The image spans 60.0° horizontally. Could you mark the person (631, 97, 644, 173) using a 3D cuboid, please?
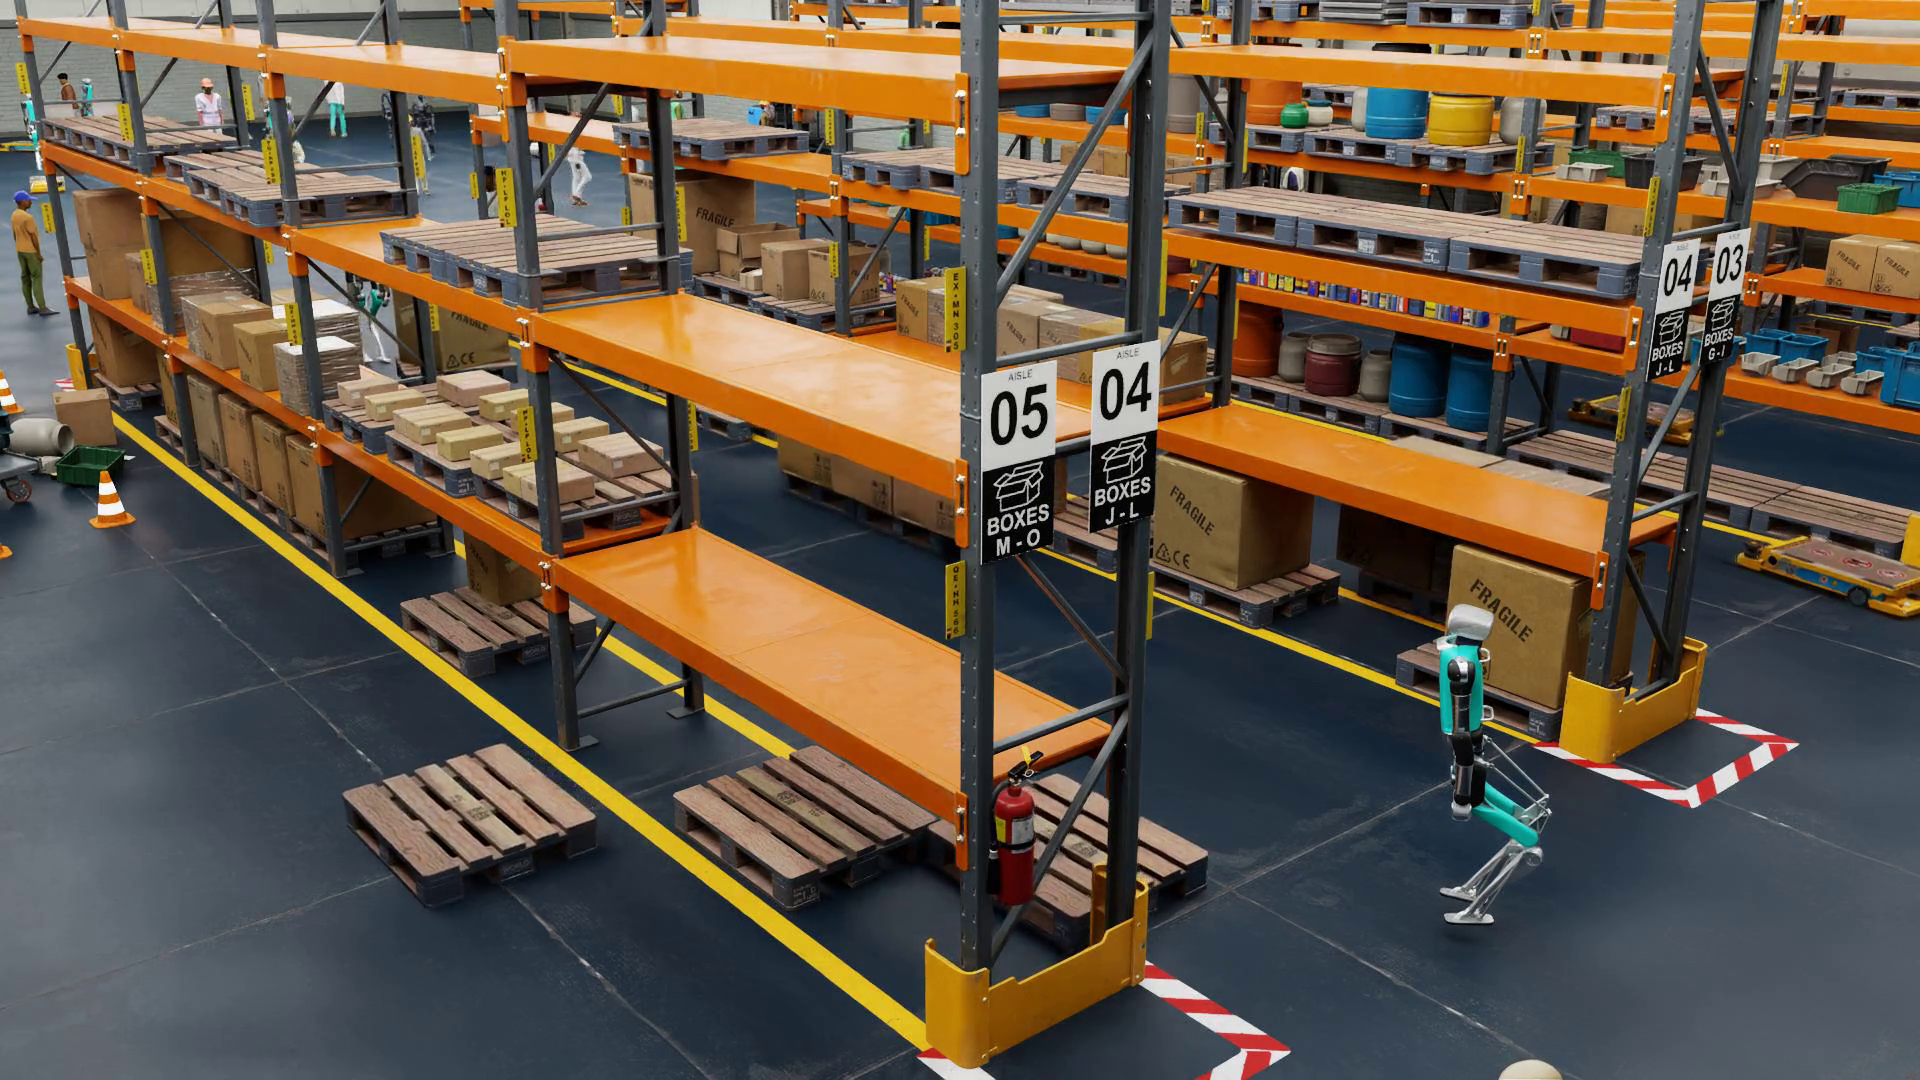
[{"bbox_3d":[-7.340,-9.064,37.313,0.422,1.879,0.600,-9,21,-23],"label":"person"}]

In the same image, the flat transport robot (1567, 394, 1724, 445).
[{"bbox_3d":[7.240,-1.285,17.594,0.659,0.231,1.431,-14,24,-34],"label":"flat transport robot"}]

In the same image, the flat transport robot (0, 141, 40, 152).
[{"bbox_3d":[-23.802,-10.080,42.625,1.431,0.231,0.659,2,19,7],"label":"flat transport robot"}]

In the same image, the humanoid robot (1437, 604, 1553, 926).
[{"bbox_3d":[2.690,1.142,8.271,0.735,1.676,0.533,5,20,14],"label":"humanoid robot"}]

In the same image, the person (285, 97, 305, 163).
[{"bbox_3d":[-14.630,-8.766,36.486,0.509,1.859,0.782,13,23,33],"label":"person"}]

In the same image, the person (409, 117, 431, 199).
[{"bbox_3d":[-11.245,-7.940,34.346,0.604,1.708,0.875,-3,20,-10],"label":"person"}]

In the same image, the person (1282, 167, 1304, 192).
[{"bbox_3d":[5.417,-5.475,27.138,0.375,1.843,0.569,6,20,16],"label":"person"}]

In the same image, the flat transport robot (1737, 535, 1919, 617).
[{"bbox_3d":[7.014,0.261,13.194,0.659,0.231,1.431,-11,22,-29],"label":"flat transport robot"}]

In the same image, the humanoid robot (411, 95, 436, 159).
[{"bbox_3d":[-13.173,-10.215,40.905,0.600,1.630,0.642,-1,19,-2],"label":"humanoid robot"}]

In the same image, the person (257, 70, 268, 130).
[{"bbox_3d":[-19.867,-12.706,47.673,0.401,1.879,0.496,9,21,24],"label":"person"}]

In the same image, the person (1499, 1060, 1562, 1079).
[{"bbox_3d":[1.607,2.339,4.973,0.395,1.799,0.586,-12,22,-30],"label":"person"}]

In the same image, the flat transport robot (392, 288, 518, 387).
[{"bbox_3d":[-5.703,-1.742,18.894,0.659,0.231,1.431,-8,21,-23],"label":"flat transport robot"}]

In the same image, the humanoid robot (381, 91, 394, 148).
[{"bbox_3d":[-14.793,-11.093,43.362,0.599,1.657,0.315,0,19,-1],"label":"humanoid robot"}]

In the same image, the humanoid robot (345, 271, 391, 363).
[{"bbox_3d":[-7.270,-3.019,20.276,0.540,1.777,0.681,-16,25,-38],"label":"humanoid robot"}]

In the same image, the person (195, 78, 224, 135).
[{"bbox_3d":[-17.769,-9.930,39.526,0.393,2.042,0.609,17,26,40],"label":"person"}]

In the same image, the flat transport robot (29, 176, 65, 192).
[{"bbox_3d":[-19.613,-7.662,35.742,0.659,0.231,1.431,-10,22,-26],"label":"flat transport robot"}]

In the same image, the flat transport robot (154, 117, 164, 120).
[{"bbox_3d":[-20.255,-9.658,41.422,1.431,0.231,0.659,-6,20,-15],"label":"flat transport robot"}]

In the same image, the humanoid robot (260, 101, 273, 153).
[{"bbox_3d":[-15.312,-8.871,37.004,0.722,1.798,0.549,11,22,29],"label":"humanoid robot"}]

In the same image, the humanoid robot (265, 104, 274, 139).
[{"bbox_3d":[-15.388,-8.963,37.365,0.610,1.640,0.608,-17,25,-39],"label":"humanoid robot"}]

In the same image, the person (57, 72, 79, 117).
[{"bbox_3d":[-23.602,-11.452,44.140,0.401,1.852,0.779,-11,22,-28],"label":"person"}]

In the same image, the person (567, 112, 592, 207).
[{"bbox_3d":[-7.551,-7.536,32.971,0.450,1.869,0.627,-7,20,-18],"label":"person"}]

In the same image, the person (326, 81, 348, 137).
[{"bbox_3d":[-17.166,-12.028,45.715,0.489,1.898,0.758,-1,19,-3],"label":"person"}]

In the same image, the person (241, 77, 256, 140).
[{"bbox_3d":[-19.537,-11.770,45.320,0.783,1.668,0.527,15,24,37],"label":"person"}]

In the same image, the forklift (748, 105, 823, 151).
[{"bbox_3d":[-4.526,-11.368,42.374,1.129,2.768,1.873,-15,24,-37],"label":"forklift"}]

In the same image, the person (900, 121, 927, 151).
[{"bbox_3d":[-0.895,-7.565,33.280,0.633,1.726,0.351,-1,19,-4],"label":"person"}]

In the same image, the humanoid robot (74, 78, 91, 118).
[{"bbox_3d":[-22.978,-11.123,43.378,0.794,1.779,0.575,-6,20,-17],"label":"humanoid robot"}]

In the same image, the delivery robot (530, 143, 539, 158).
[{"bbox_3d":[-10.470,-9.595,40.840,0.815,0.614,0.499,-15,24,-36],"label":"delivery robot"}]

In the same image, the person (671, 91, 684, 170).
[{"bbox_3d":[-6.465,-9.414,38.154,0.392,1.977,0.488,-9,21,-23],"label":"person"}]

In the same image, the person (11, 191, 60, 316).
[{"bbox_3d":[-12.880,-3.976,23.069,0.453,1.716,0.365,11,22,28],"label":"person"}]

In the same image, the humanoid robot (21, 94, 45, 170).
[{"bbox_3d":[-21.622,-9.570,38.999,0.539,1.808,0.798,-12,23,-31],"label":"humanoid robot"}]

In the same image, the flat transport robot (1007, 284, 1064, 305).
[{"bbox_3d":[0.536,-2.370,20.681,0.659,0.231,1.431,-15,24,-37],"label":"flat transport robot"}]

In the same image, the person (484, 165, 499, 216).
[{"bbox_3d":[-6.796,-4.465,24.164,0.618,1.905,1.044,9,21,23],"label":"person"}]

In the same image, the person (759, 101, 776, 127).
[{"bbox_3d":[-4.330,-9.091,37.552,0.401,1.762,0.552,7,21,20],"label":"person"}]
